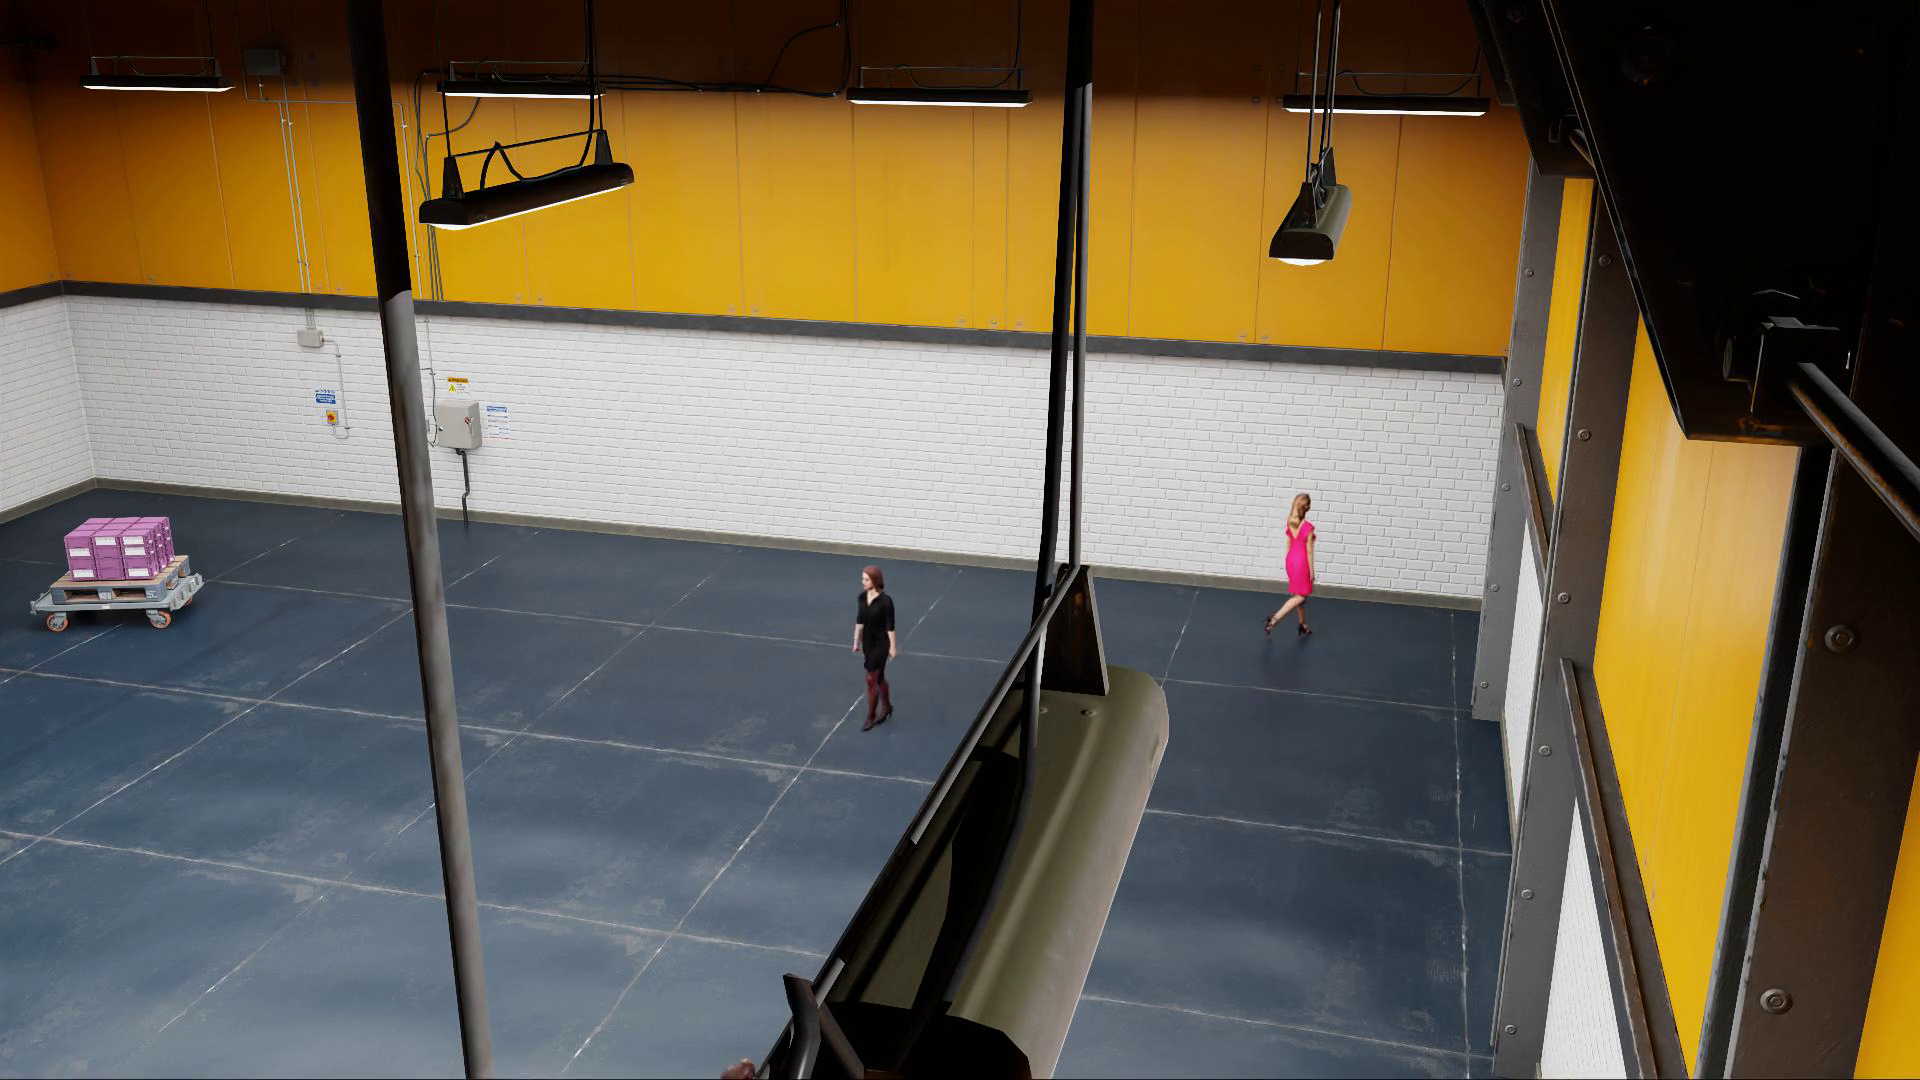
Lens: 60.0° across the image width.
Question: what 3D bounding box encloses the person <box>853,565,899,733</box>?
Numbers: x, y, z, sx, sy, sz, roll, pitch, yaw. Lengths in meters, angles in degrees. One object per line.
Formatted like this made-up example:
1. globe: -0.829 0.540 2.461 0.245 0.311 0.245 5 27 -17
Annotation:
1. person: -0.767 1.037 16.505 0.770 1.689 0.854 16 24 39

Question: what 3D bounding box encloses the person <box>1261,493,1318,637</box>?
1. person: 3.729 0.328 18.588 0.981 1.702 0.973 -8 20 -23
